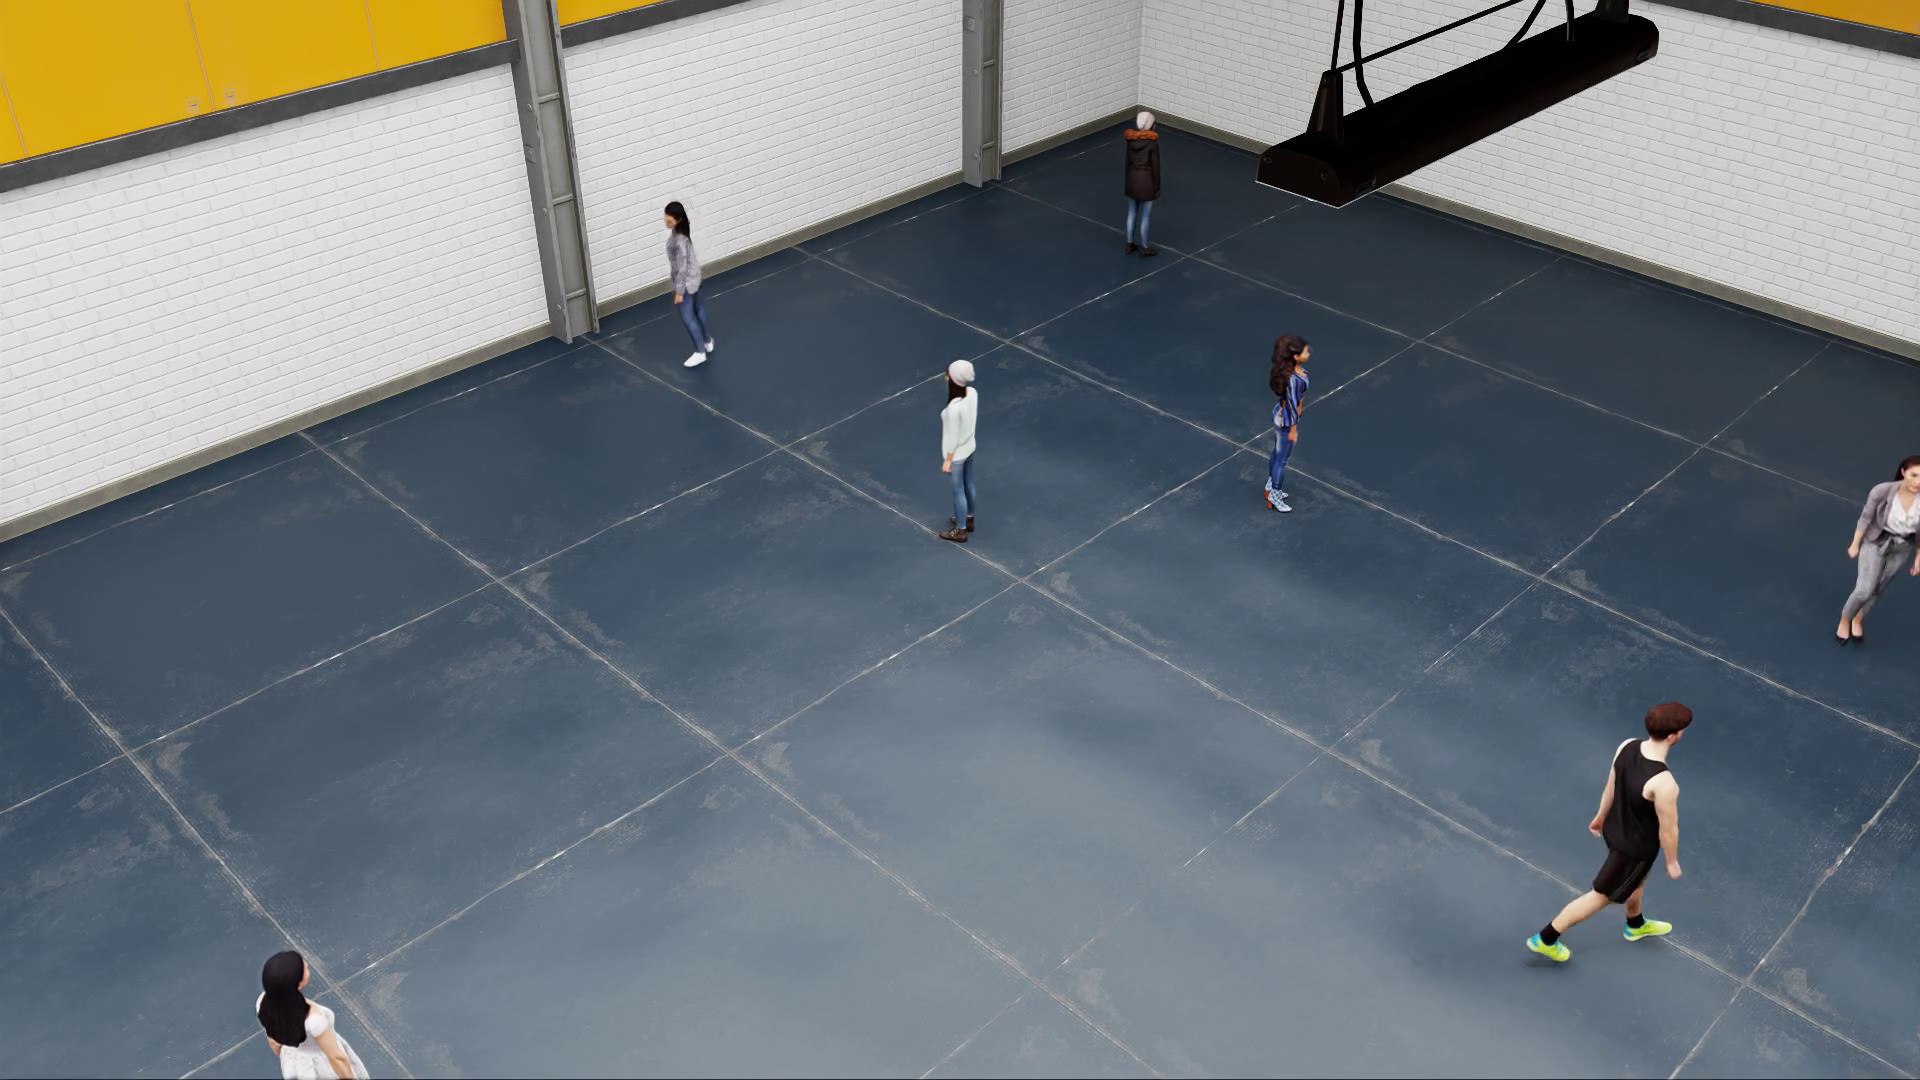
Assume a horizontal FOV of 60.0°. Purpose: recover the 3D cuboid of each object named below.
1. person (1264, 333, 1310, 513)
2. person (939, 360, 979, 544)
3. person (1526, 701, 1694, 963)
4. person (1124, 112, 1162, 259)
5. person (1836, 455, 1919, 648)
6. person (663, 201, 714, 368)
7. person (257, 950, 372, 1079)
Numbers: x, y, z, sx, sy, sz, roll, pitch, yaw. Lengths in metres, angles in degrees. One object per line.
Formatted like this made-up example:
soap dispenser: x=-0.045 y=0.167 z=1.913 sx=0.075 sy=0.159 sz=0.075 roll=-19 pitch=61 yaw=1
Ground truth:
person: x=2.750 y=-0.994 z=14.007 sx=0.754 sy=1.608 sz=0.678 roll=3 pitch=34 yaw=5
person: x=-0.003 y=-0.741 z=13.592 sx=0.688 sy=1.645 sz=0.549 roll=15 pitch=36 yaw=21
person: x=3.813 y=1.758 z=9.647 sx=1.278 sy=1.850 sz=1.146 roll=-4 pitch=34 yaw=-5
person: x=2.009 y=-3.935 z=18.405 sx=0.624 sy=1.636 sz=0.593 roll=27 pitch=42 yaw=34
person: x=6.886 y=0.034 z=12.411 sx=0.746 sy=1.661 sz=0.788 roll=5 pitch=34 yaw=8
person: x=-2.629 y=-2.554 z=16.263 sx=0.885 sy=1.708 sz=0.839 roll=5 pitch=34 yaw=7
person: x=-3.195 y=2.701 z=8.297 sx=0.746 sy=1.774 sz=0.762 roll=13 pitch=36 yaw=19
